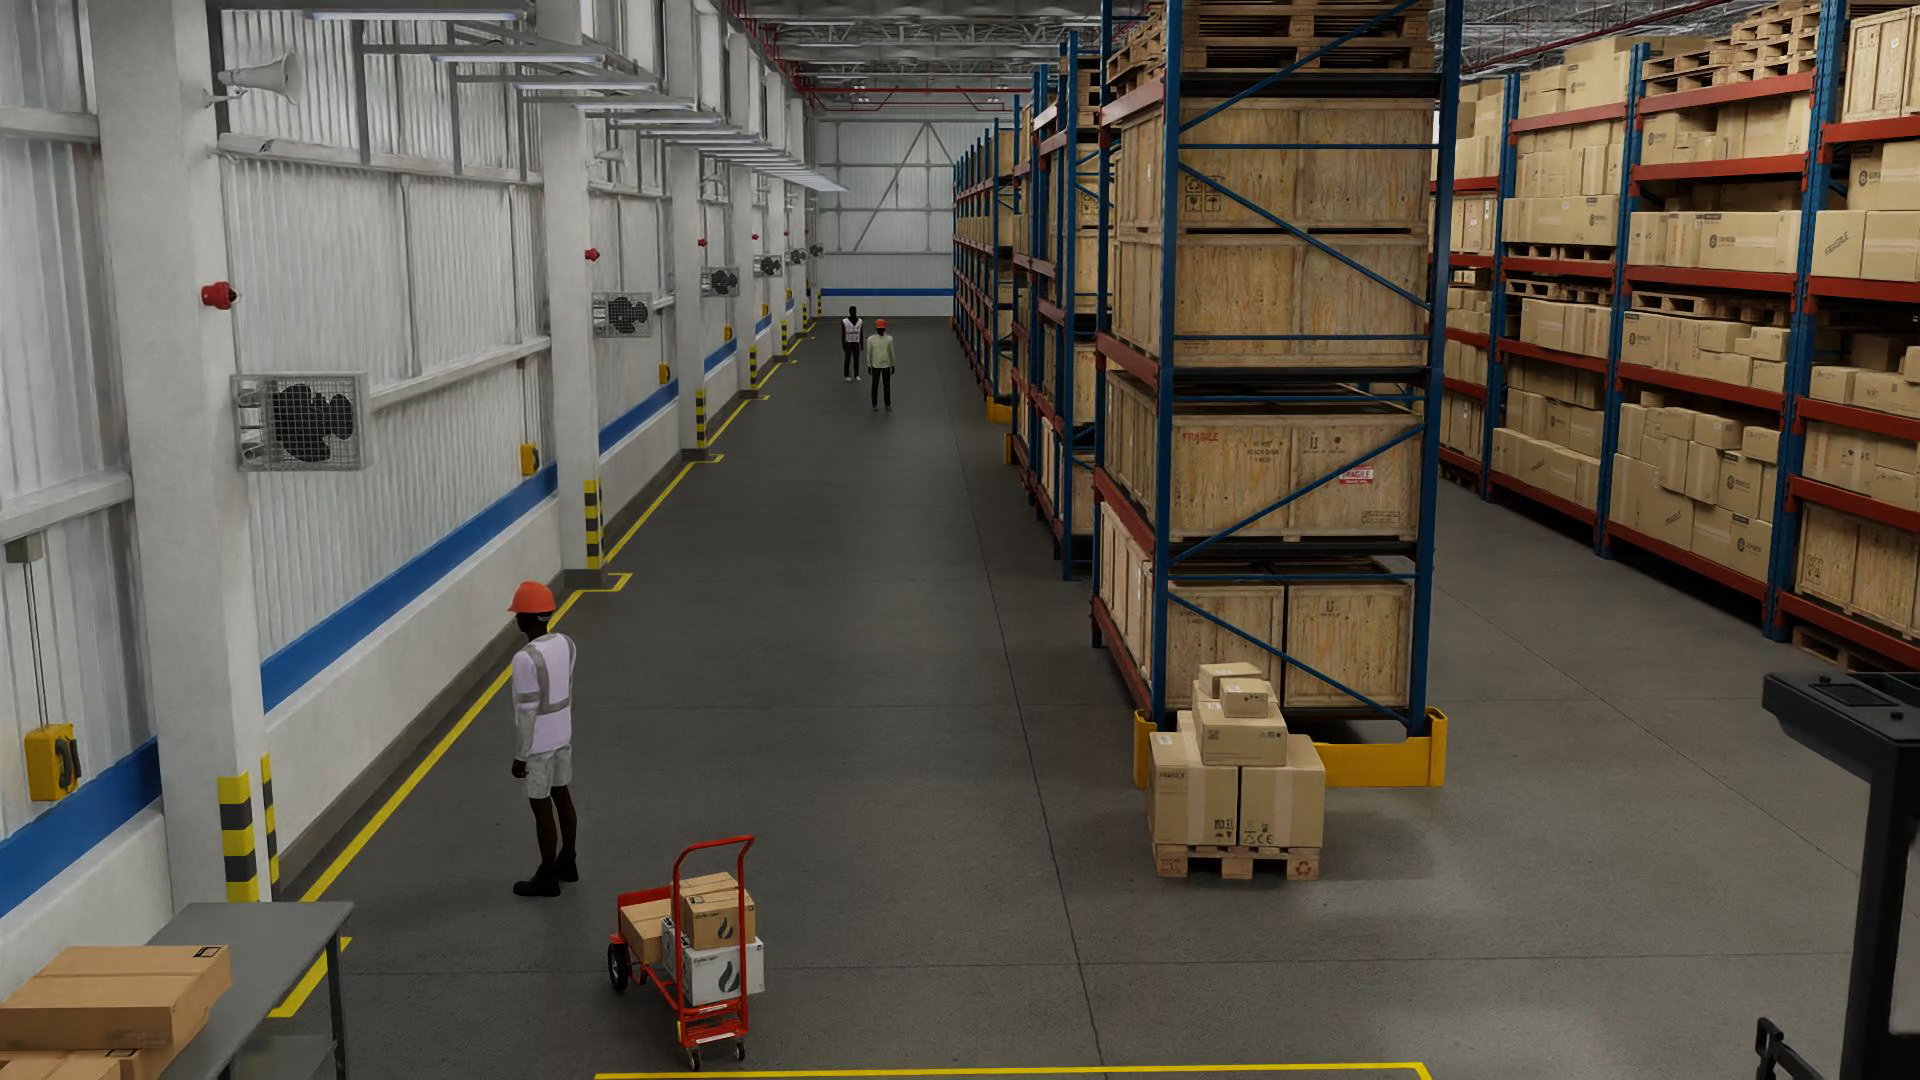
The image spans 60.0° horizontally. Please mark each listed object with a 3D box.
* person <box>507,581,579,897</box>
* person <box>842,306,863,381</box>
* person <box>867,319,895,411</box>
[{"bbox_3d":[-2.540,1.198,10.073,0.354,1.939,0.544,3,11,17],"label":"person"},{"bbox_3d":[-2.751,-5.024,42.531,0.597,1.910,0.384,-5,12,-26],"label":"person"},{"bbox_3d":[-1.696,-3.751,35.702,0.613,1.989,0.403,-3,11,-15],"label":"person"}]
